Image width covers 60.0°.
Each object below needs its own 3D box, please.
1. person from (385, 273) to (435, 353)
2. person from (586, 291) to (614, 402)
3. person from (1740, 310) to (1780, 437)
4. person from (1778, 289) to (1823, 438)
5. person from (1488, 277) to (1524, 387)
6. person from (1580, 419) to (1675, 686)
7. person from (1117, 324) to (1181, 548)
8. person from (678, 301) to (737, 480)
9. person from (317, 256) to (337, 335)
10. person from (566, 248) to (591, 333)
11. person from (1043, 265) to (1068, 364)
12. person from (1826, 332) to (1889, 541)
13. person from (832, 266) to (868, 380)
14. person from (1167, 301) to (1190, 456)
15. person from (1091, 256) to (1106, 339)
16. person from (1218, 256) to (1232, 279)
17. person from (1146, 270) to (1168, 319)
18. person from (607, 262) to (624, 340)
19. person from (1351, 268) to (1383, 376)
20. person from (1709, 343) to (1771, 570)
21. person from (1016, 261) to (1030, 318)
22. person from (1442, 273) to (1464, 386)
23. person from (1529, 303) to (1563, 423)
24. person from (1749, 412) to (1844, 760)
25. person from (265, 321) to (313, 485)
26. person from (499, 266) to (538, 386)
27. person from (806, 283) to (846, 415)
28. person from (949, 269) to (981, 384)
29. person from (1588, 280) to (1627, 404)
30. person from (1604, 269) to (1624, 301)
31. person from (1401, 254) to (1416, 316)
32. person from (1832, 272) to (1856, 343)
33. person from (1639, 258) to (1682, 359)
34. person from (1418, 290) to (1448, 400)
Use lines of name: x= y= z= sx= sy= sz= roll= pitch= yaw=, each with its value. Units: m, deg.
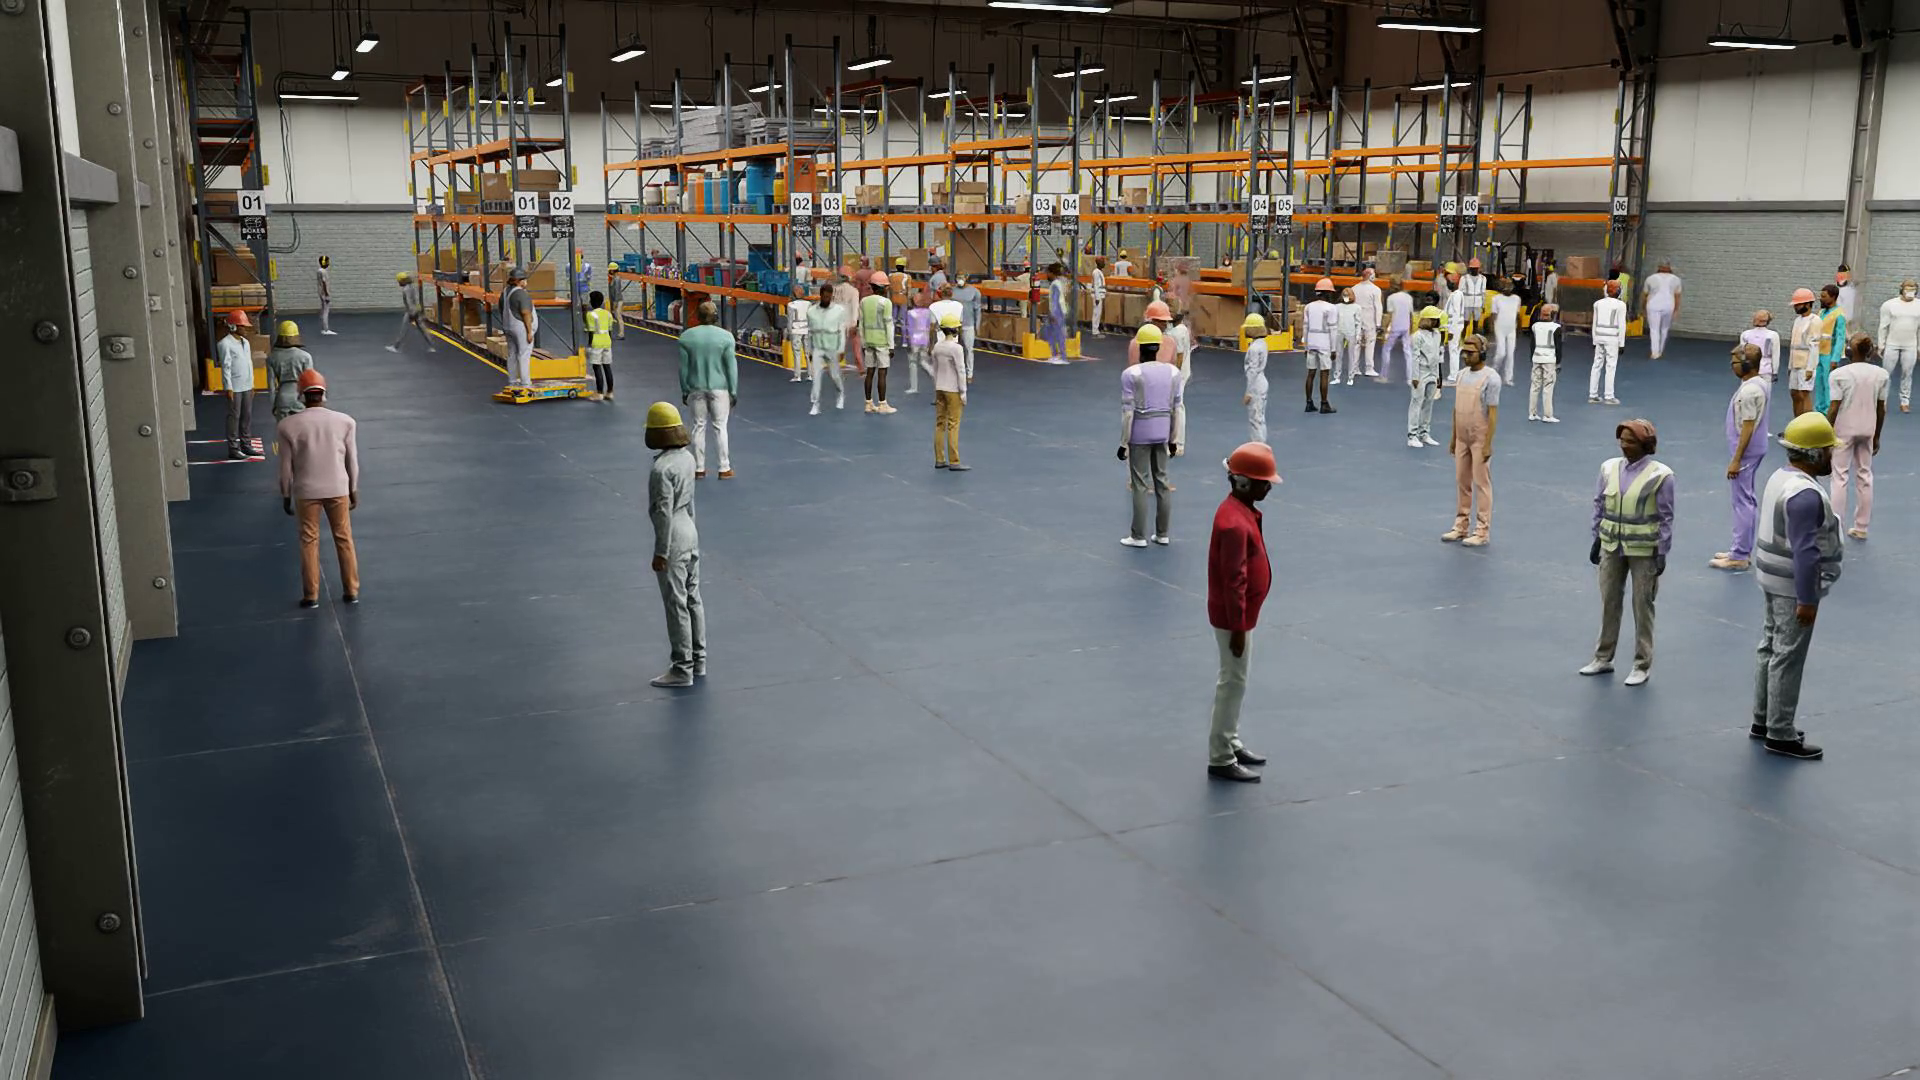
person: x=-11.336 y=-4.672 z=34.258 sx=0.959 sy=1.654 sz=0.559 roll=0 pitch=11 yaw=0
person: x=-5.532 y=-2.969 z=25.494 sx=0.317 sy=1.695 sz=0.540 roll=6 pitch=12 yaw=26
person: x=10.286 y=-2.140 z=21.438 sx=0.307 sy=1.638 sz=0.513 roll=-10 pitch=15 yaw=-41
person: x=10.702 y=-2.232 z=21.184 sx=0.391 sy=1.923 sz=0.554 roll=0 pitch=11 yaw=0
person: x=9.073 y=-3.451 z=27.630 sx=0.623 sy=1.826 sz=0.455 roll=-1 pitch=11 yaw=-7
person: x=4.107 y=0.070 z=10.203 sx=0.311 sy=1.636 sz=0.523 roll=-8 pitch=14 yaw=-35
person: x=1.618 y=-0.892 z=14.352 sx=0.595 sy=1.925 sz=0.372 roll=-6 pitch=12 yaw=-26
person: x=-2.713 y=-1.609 z=17.968 sx=0.635 sy=1.937 sz=0.353 roll=1 pitch=11 yaw=6
person: x=-15.076 y=-5.797 z=39.493 sx=0.390 sy=1.875 sz=0.540 roll=-7 pitch=13 yaw=-30
person: x=-9.172 y=-6.011 z=40.069 sx=0.605 sy=2.045 sz=0.381 roll=-3 pitch=12 yaw=-15
person: x=1.799 y=-4.292 z=31.715 sx=0.603 sy=1.886 sz=0.740 roll=1 pitch=11 yaw=3
person: x=7.835 y=-0.903 z=14.618 sx=0.505 sy=1.845 sz=0.346 roll=0 pitch=11 yaw=1
person: x=-1.895 y=-3.751 z=28.823 sx=0.629 sy=1.941 sz=1.013 roll=8 pitch=14 yaw=35
person: x=2.561 y=-1.916 z=19.768 sx=0.344 sy=1.846 sz=0.507 roll=2 pitch=11 yaw=10
person: x=3.197 y=-5.586 z=38.316 sx=0.341 sy=1.883 sz=0.586 roll=2 pitch=11 yaw=12
person: x=7.603 y=-7.283 z=47.577 sx=0.502 sy=1.636 sz=0.280 roll=1 pitch=11 yaw=6
person: x=3.613 y=-4.034 z=30.574 sx=0.385 sy=1.834 sz=0.561 roll=2 pitch=11 yaw=10
person: x=-7.835 y=-5.430 z=37.851 sx=0.341 sy=1.756 sz=0.518 roll=-4 pitch=12 yaw=-18
person: x=7.202 y=-3.854 z=29.464 sx=0.401 sy=1.904 sz=0.646 roll=-10 pitch=15 yaw=-41
person: x=6.336 y=-0.673 z=13.465 sx=0.345 sy=1.840 sz=0.504 roll=8 pitch=13 yaw=34
person: x=1.576 y=-5.701 z=39.235 sx=0.562 sy=1.752 sz=0.324 roll=-5 pitch=12 yaw=-25
person: x=8.236 y=-3.516 z=27.794 sx=0.354 sy=1.886 sz=0.573 roll=3 pitch=12 yaw=17
person: x=8.084 y=-2.441 z=22.959 sx=0.307 sy=1.640 sz=0.521 roll=-6 pitch=13 yaw=-29
person: x=4.461 y=0.234 z=8.860 sx=0.404 sy=1.836 sz=0.600 roll=2 pitch=11 yaw=12
person: x=-7.072 y=-1.449 z=17.651 sx=0.483 sy=1.745 sz=0.304 roll=-1 pitch=11 yaw=-6
person: x=-7.014 y=-3.361 z=26.611 sx=0.684 sy=2.000 sz=0.535 roll=10 pitch=15 yaw=41
person: x=-1.911 y=-2.767 z=24.015 sx=0.601 sy=1.884 sz=0.794 roll=2 pitch=11 yaw=8
person: x=0.041 y=-3.592 z=28.043 sx=0.632 sy=1.938 sz=0.359 roll=2 pitch=11 yaw=9
person: x=9.809 y=-2.993 z=25.174 sx=0.355 sy=1.877 sz=0.574 roll=-6 pitch=13 yaw=-29
person: x=13.826 y=-4.896 z=35.283 sx=0.535 sy=1.700 sz=0.318 roll=-6 pitch=13 yaw=-29
person: x=11.653 y=-6.550 z=43.327 sx=0.531 sy=1.854 sz=0.662 roll=-9 pitch=14 yaw=-37
person: x=17.285 y=-4.358 z=32.469 sx=0.576 sy=1.727 sz=0.587 roll=-5 pitch=12 yaw=-25
person: x=13.913 y=-4.630 z=33.060 sx=0.689 sy=2.000 sz=1.011 roll=2 pitch=11 yaw=11
person: x=7.293 y=-3.009 z=25.723 sx=0.321 sy=1.689 sz=0.533 roll=-8 pitch=13 yaw=-34
